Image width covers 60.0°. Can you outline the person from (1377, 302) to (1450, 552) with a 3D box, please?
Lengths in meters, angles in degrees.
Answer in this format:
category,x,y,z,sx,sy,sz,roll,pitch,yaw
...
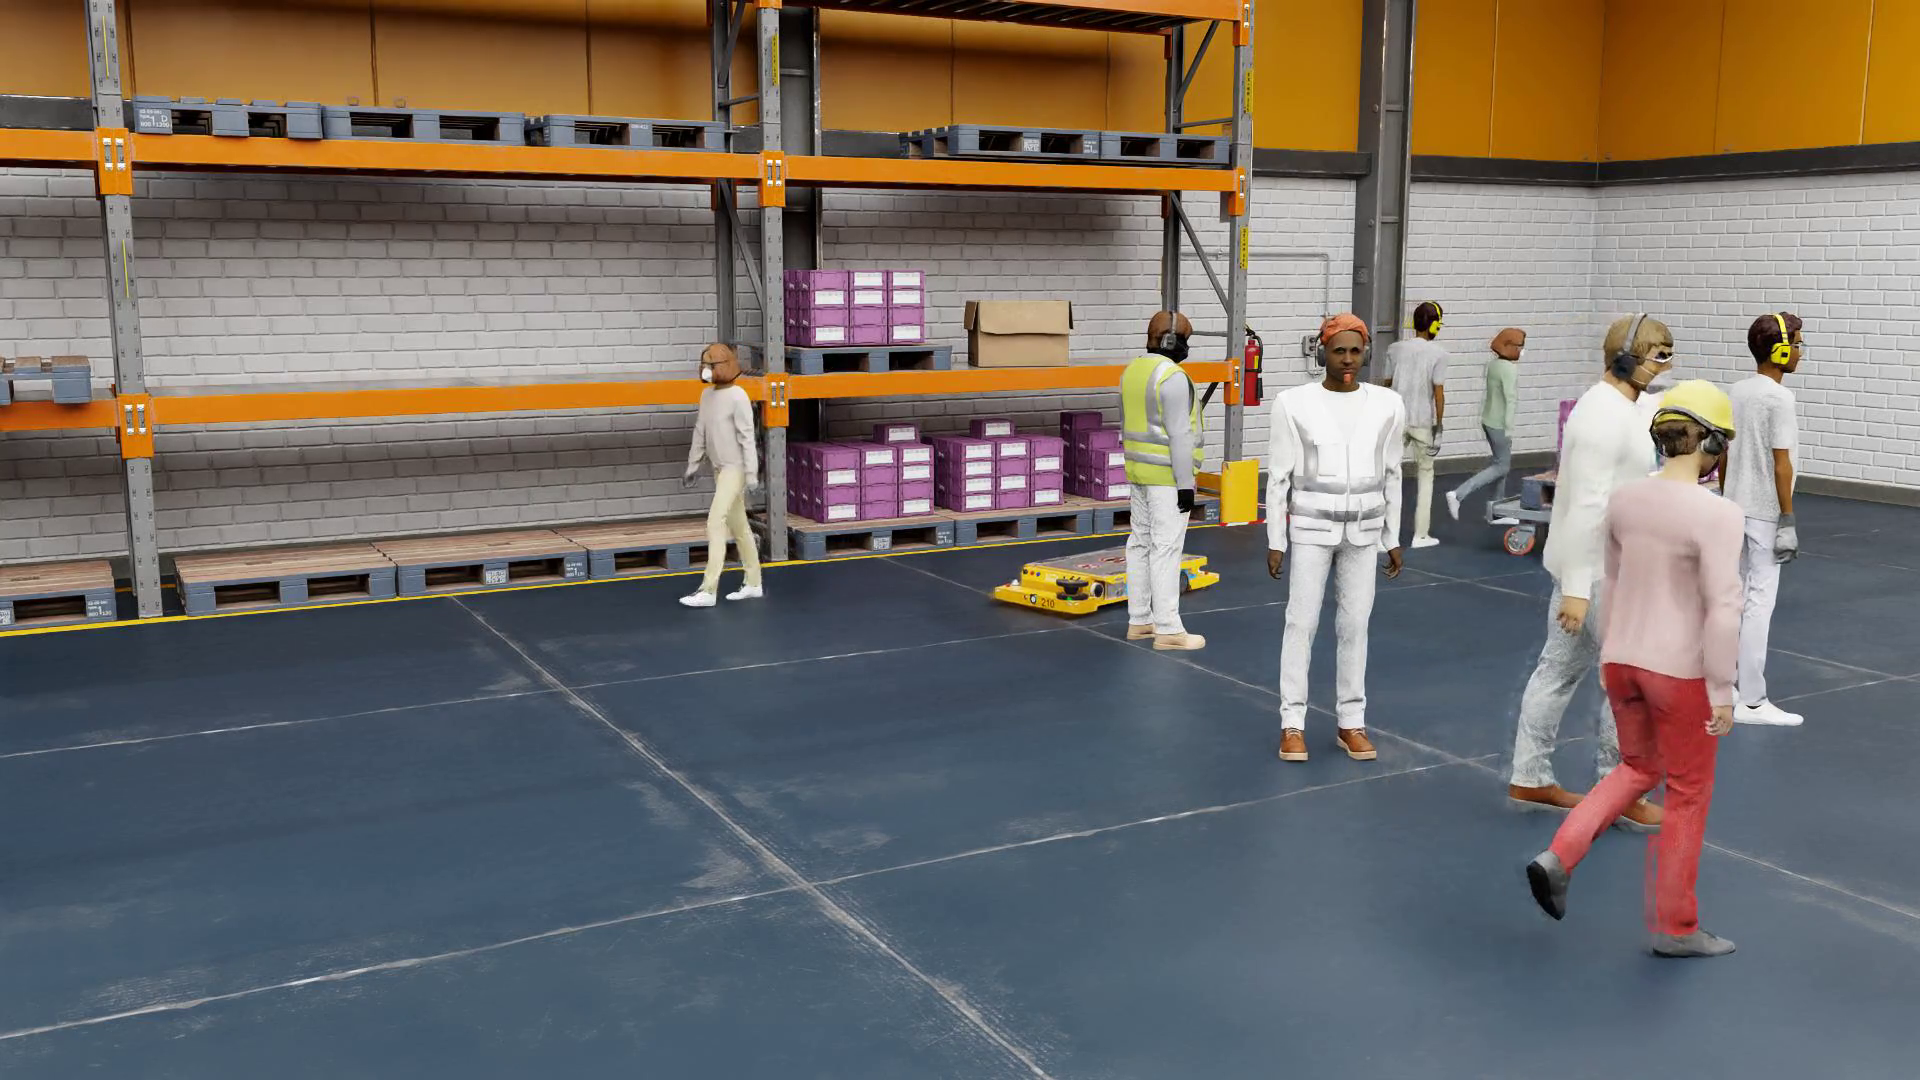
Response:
category,x,y,z,sx,sy,sz,roll,pitch,yaw
person,3.278,-0.817,12.161,0.521,1.828,0.686,7,12,36

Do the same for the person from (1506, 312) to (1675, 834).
category,x,y,z,sx,sy,sz,roll,pitch,yaw
person,2.402,0.128,6.087,0.755,1.901,0.763,4,10,21

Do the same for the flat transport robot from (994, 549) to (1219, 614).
category,x,y,z,sx,sy,sz,roll,pitch,yaw
flat transport robot,0.943,0.230,10.458,1.431,0.197,0.652,-9,13,-44

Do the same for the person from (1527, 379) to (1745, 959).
category,x,y,z,sx,sy,sz,roll,pitch,yaw
person,2.063,0.393,4.989,0.570,1.737,0.577,-3,10,-20

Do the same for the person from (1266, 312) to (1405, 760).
category,x,y,z,sx,sy,sz,roll,pitch,yaw
person,1.573,-0.006,6.985,0.586,1.883,0.343,-1,9,-4

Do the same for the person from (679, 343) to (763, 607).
category,x,y,z,sx,sy,sz,roll,pitch,yaw
person,-1.513,-0.394,10.190,0.735,1.606,0.513,-6,11,-32

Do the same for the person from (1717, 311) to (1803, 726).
category,x,y,z,sx,sy,sz,roll,pitch,yaw
person,3.652,-0.098,7.589,0.327,1.874,0.518,-1,9,-6

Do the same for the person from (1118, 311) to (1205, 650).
category,x,y,z,sx,sy,sz,roll,pitch,yaw
person,1.113,-0.326,9.090,0.429,1.837,0.621,-4,10,-22

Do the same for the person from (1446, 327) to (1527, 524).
category,x,y,z,sx,sy,sz,roll,pitch,yaw
person,4.226,-0.894,13.241,0.610,1.607,0.506,0,9,-2

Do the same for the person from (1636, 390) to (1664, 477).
category,x,y,z,sx,sy,sz,roll,pitch,yaw
person,3.794,-0.312,9.630,0.547,1.616,0.588,-2,10,-15
